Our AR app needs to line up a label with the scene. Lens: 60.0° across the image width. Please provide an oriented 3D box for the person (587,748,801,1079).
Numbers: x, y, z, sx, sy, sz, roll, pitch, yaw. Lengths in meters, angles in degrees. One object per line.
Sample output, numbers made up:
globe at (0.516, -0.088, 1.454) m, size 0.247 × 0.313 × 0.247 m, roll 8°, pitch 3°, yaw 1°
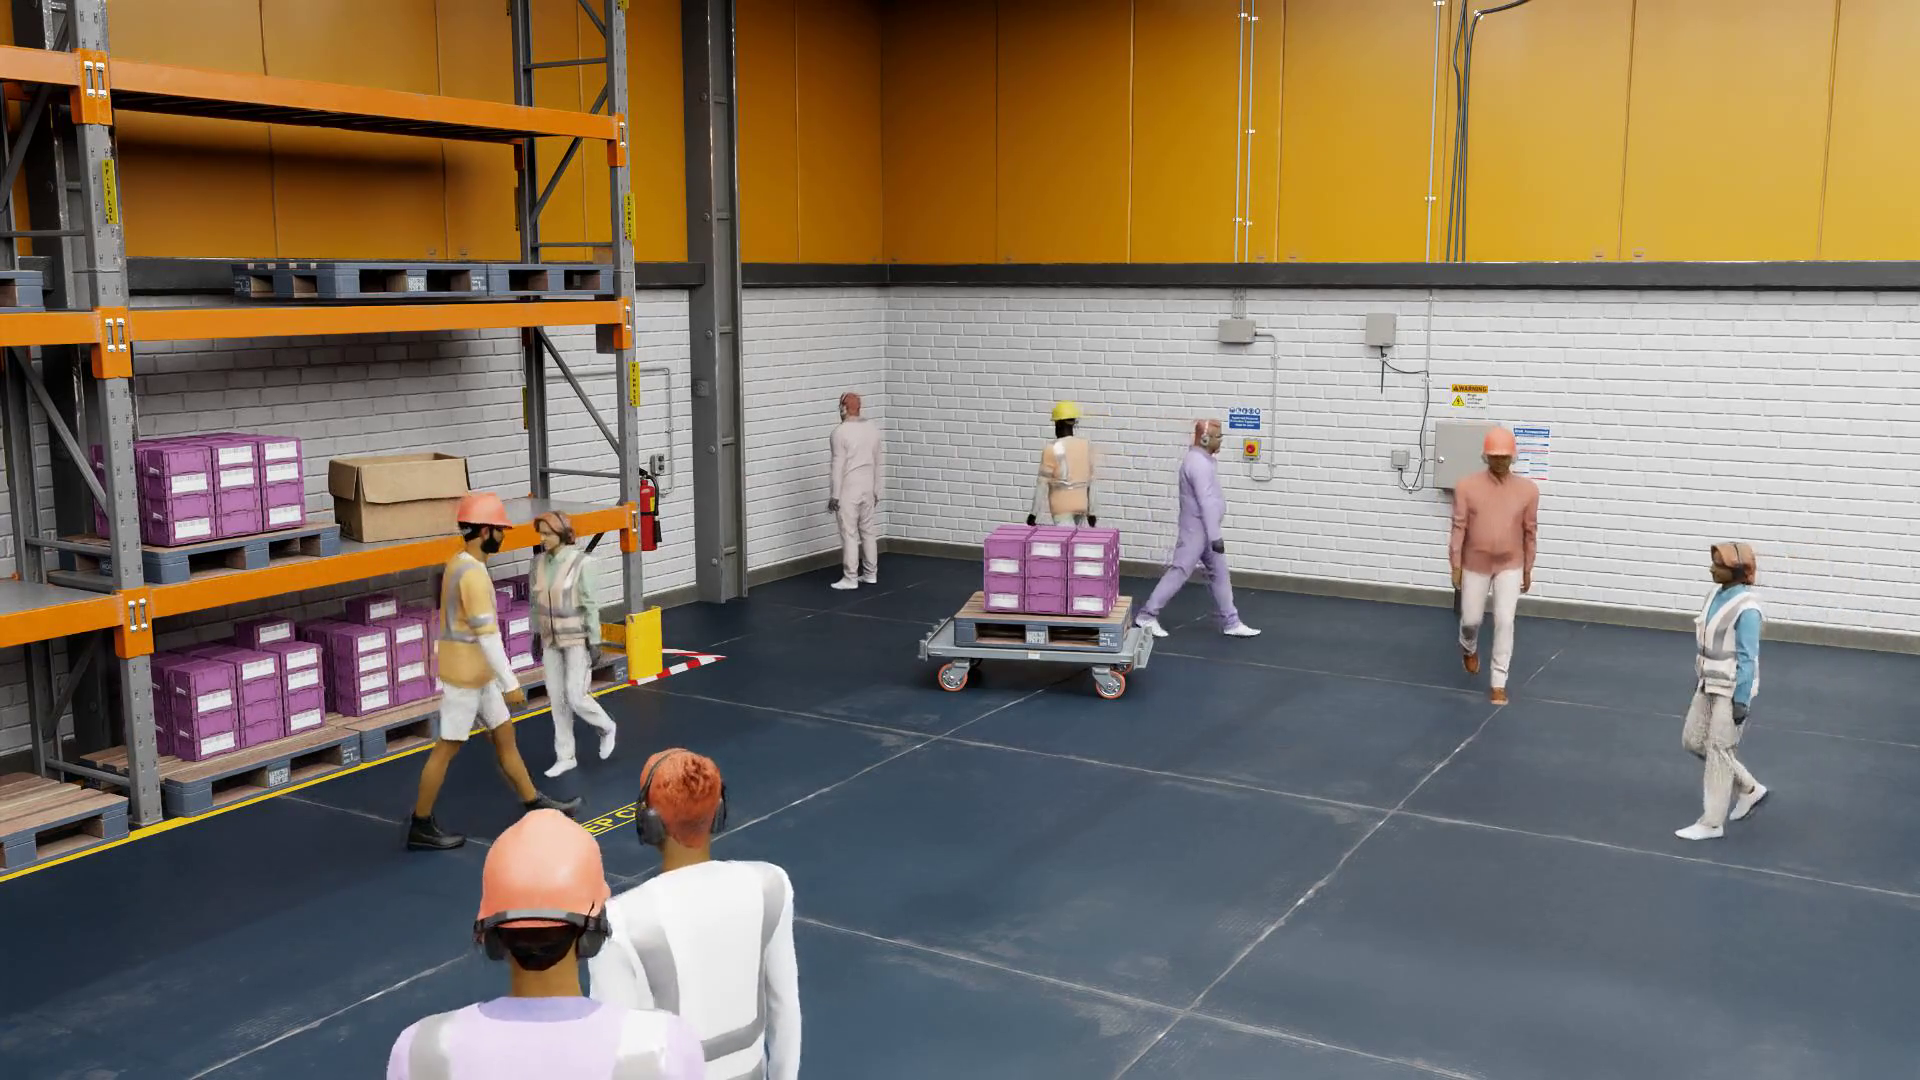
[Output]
person at (-0.670, 1.437, 4.177) m, size 0.594 × 1.880 × 0.363 m, roll -8°, pitch 12°, yaw -42°

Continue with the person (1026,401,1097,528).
person at (0.874, -0.301, 14.987) m, size 0.591 × 1.889 × 0.918 m, roll -8°, pitch 12°, yaw -42°

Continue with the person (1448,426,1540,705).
person at (3.814, 0.149, 11.945) m, size 0.612 × 1.971 × 0.762 m, roll 2°, pitch 9°, yaw 13°

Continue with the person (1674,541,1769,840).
person at (4.100, 0.804, 8.866) m, size 0.438 × 1.626 × 0.530 m, roll 0°, pitch 9°, yaw 2°

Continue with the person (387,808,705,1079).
person at (-0.788, 1.521, 3.243) m, size 0.615 × 2.006 × 1.026 m, roll 0°, pitch 9°, yaw 3°

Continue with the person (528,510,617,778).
person at (-2.354, 0.613, 10.062) m, size 0.541 × 1.622 × 0.426 m, roll 5°, pitch 11°, yaw 30°

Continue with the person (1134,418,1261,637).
person at (1.954, -0.091, 13.791) m, size 1.025 × 1.857 × 0.628 m, roll 2°, pitch 9°, yaw 13°

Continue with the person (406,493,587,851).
person at (-2.504, 0.696, 8.769) m, size 0.957 × 1.876 × 0.563 m, roll -3°, pitch 10°, yaw -18°

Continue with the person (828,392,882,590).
person at (-1.041, -0.478, 16.034) m, size 0.401 × 1.904 × 0.650 m, roll 7°, pitch 12°, yaw 38°
